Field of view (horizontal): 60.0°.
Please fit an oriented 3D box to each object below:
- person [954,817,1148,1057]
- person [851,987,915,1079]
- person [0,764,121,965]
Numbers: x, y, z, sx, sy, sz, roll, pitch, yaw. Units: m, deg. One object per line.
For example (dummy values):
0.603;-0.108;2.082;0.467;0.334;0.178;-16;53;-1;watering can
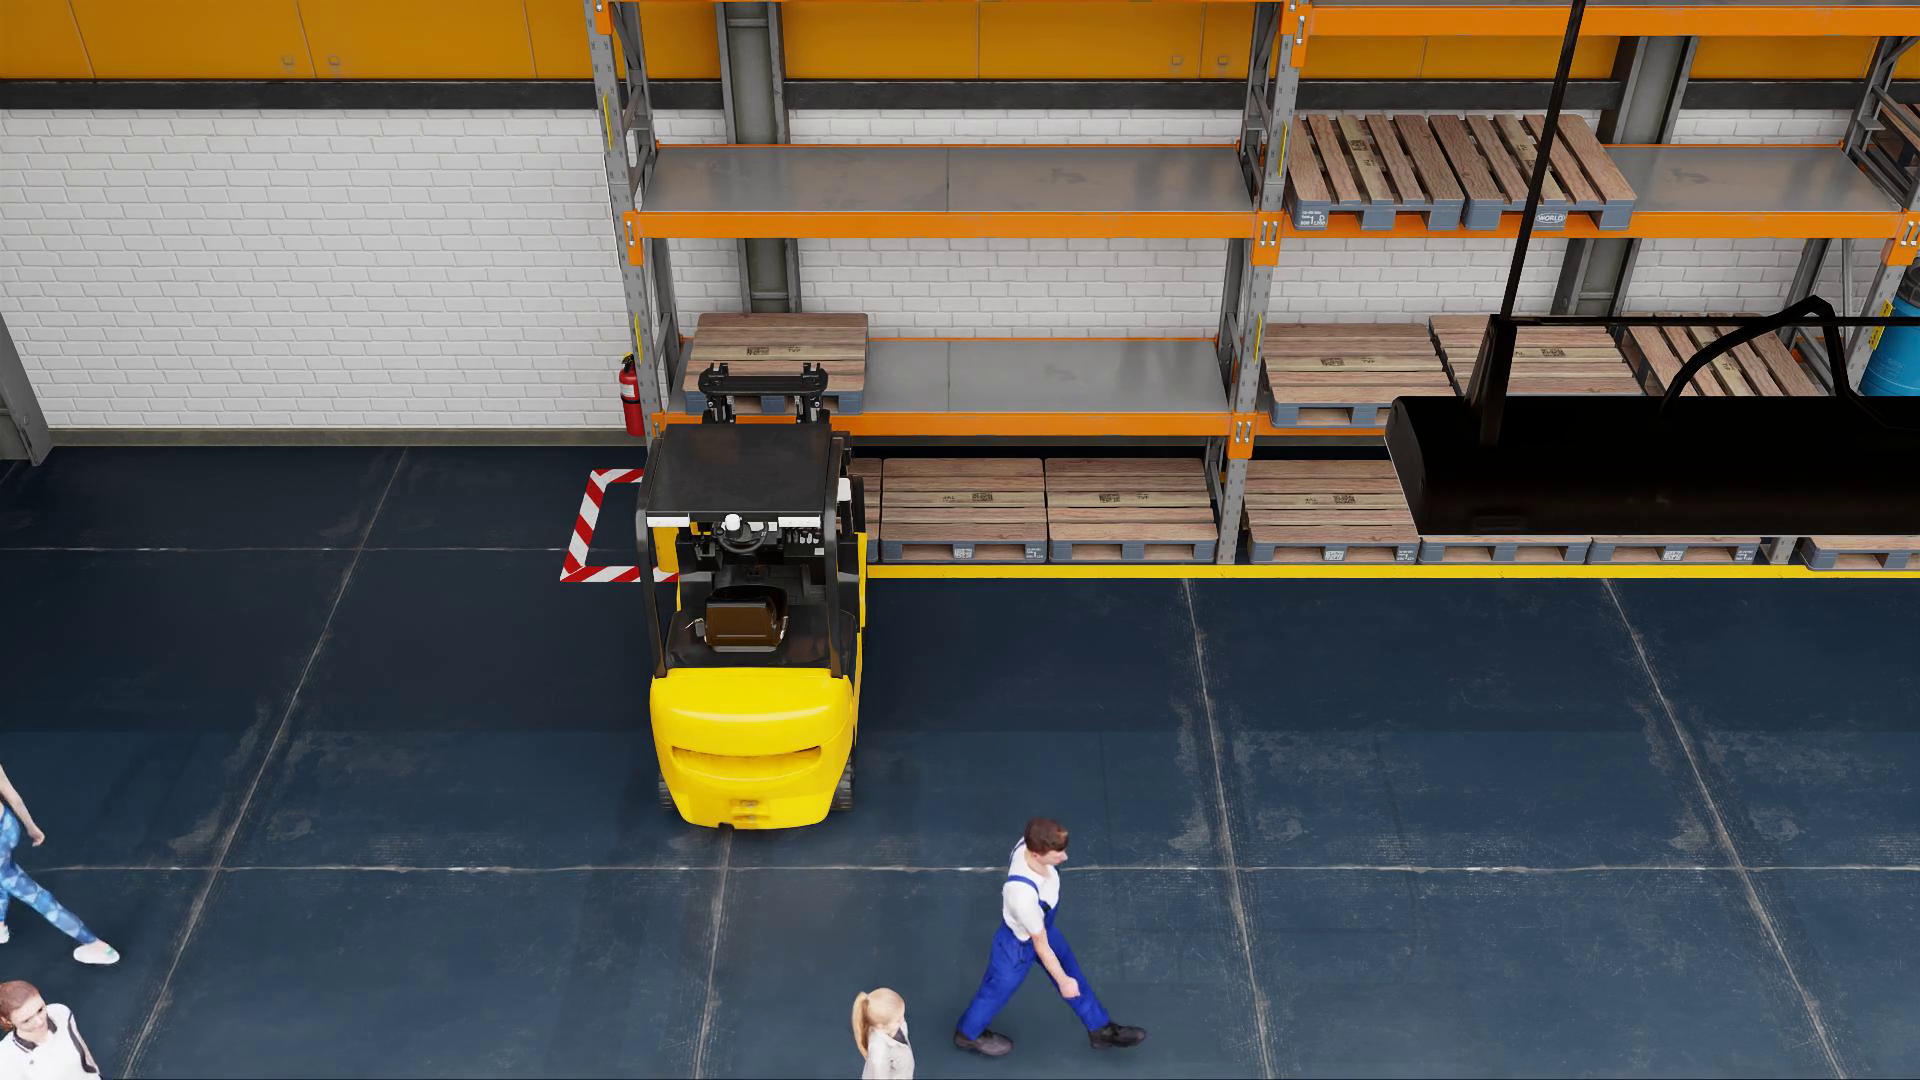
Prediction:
0.229;2.018;8.275;1.282;1.791;0.834;8;39;10;person
-0.357;2.582;7.980;0.525;1.277;0.511;3;39;3;person
-4.967;1.679;8.748;1.227;1.731;0.746;6;39;8;person
